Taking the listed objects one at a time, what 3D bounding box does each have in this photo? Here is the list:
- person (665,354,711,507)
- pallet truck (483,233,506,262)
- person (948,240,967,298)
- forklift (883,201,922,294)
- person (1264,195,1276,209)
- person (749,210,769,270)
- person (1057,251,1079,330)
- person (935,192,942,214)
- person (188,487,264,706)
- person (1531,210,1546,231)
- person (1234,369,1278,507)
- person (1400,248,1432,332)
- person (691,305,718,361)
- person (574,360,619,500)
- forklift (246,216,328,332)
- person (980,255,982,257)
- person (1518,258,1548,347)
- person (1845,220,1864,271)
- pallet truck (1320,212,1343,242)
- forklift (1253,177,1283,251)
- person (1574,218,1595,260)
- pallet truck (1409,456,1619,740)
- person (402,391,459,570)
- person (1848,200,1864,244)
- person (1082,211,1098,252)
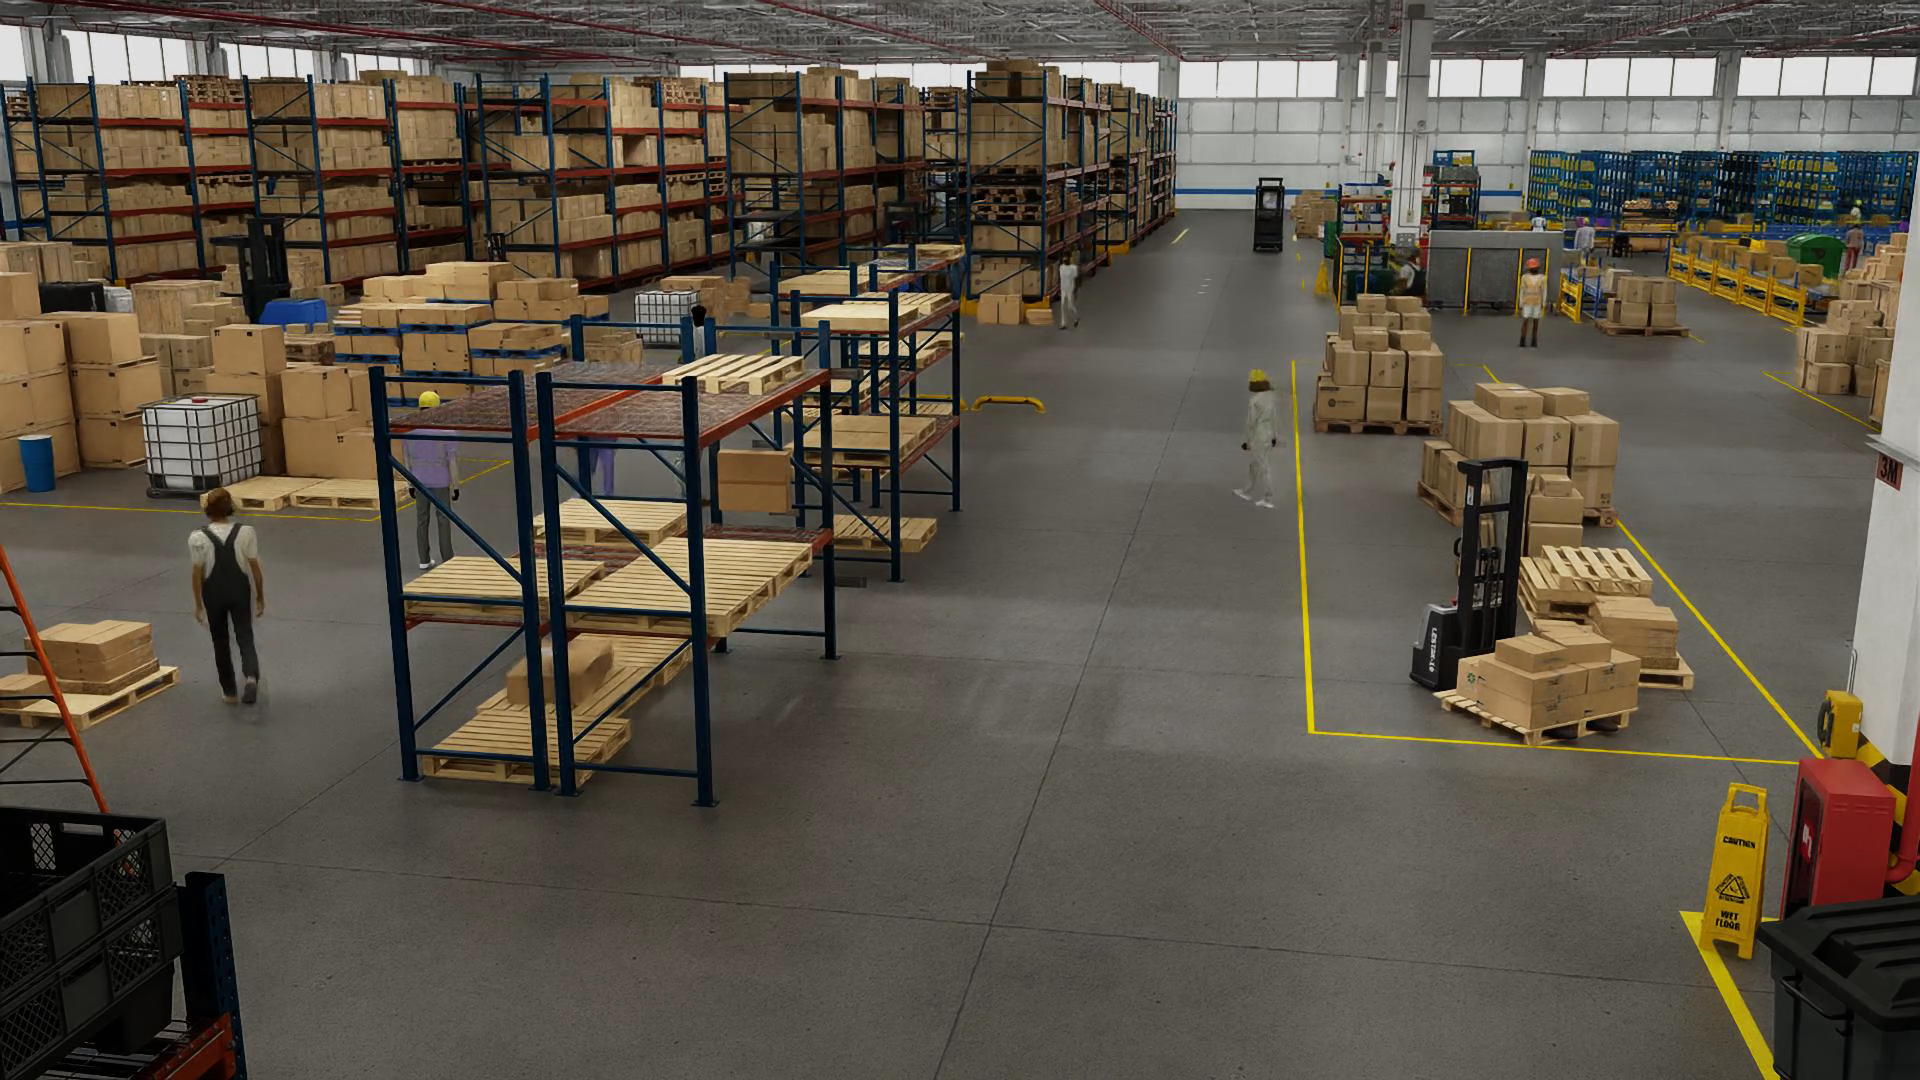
[{"bbox_3d":[-3.388,-1.362,20.685,0.628,1.935,0.373,9,16,31],"label":"person"},{"bbox_3d":[-11.832,-7.026,43.548,1.885,1.965,0.823,8,16,28],"label":"pallet truck"},{"bbox_3d":[-0.037,-7.336,45.444,0.559,1.676,0.594,2,14,9],"label":"person"},{"bbox_3d":[-1.515,-7.386,43.190,1.129,2.768,1.873,3,14,10],"label":"forklift"},{"bbox_3d":[13.249,-13.753,71.066,0.645,1.885,1.009,8,16,29],"label":"person"},{"bbox_3d":[-6.771,-10.111,56.081,0.633,1.986,1.040,1,14,3],"label":"person"},{"bbox_3d":[2.549,-5.892,39.246,0.516,1.855,0.602,9,16,32],"label":"person"},{"bbox_3d":[-1.385,-19.229,93.282,0.931,1.905,0.643,5,15,20],"label":"person"},{"bbox_3d":[-5.887,0.490,13.401,0.520,1.829,0.579,-8,16,-29],"label":"person"},{"bbox_3d":[21.803,-11.608,62.762,0.537,1.699,0.321,2,14,10],"label":"person"},{"bbox_3d":[3.673,-1.292,20.846,0.817,1.704,0.501,13,19,43],"label":"person"},{"bbox_3d":[10.451,-5.743,38.248,1.023,2.000,0.682,11,18,38],"label":"person"},{"bbox_3d":[-4.033,-2.693,26.050,0.381,1.958,0.606,9,16,32],"label":"person"},{"bbox_3d":[-4.450,-1.271,20.378,0.600,1.902,0.718,-8,16,-30],"label":"person"},{"bbox_3d":[-14.596,-5.448,35.324,1.873,2.768,1.129,3,14,10],"label":"forklift"},{"bbox_3d":[0.850,-9.282,53.317,0.531,1.699,0.322,-7,16,-27],"label":"person"},{"bbox_3d":[12.393,-5.133,35.989,0.551,1.932,0.378,3,14,14],"label":"person"},{"bbox_3d":[29.379,-9.637,54.687,0.527,1.740,0.811,10,17,34],"label":"person"},{"bbox_3d":[15.874,-13.227,70.310,0.680,1.201,1.601,10,17,35],"label":"pallet truck"},{"bbox_3d":[12.083,-12.747,64.956,1.129,2.768,1.873,3,14,10],"label":"forklift"},{"bbox_3d":[20.535,-9.672,54.686,0.615,1.803,0.631,4,14,17],"label":"person"},{"bbox_3d":[4.504,0.400,13.395,0.823,1.965,1.885,-6,15,-23],"label":"pallet truck"},{"bbox_3d":[-5.623,-0.629,17.752,0.581,1.919,0.400,0,14,0],"label":"person"},{"bbox_3d":[36.958,-13.067,68.454,0.751,1.802,0.611,3,14,11],"label":"person"},{"bbox_3d":[4.586,-10.613,58.406,0.999,1.855,0.640,4,14,16],"label":"person"}]
